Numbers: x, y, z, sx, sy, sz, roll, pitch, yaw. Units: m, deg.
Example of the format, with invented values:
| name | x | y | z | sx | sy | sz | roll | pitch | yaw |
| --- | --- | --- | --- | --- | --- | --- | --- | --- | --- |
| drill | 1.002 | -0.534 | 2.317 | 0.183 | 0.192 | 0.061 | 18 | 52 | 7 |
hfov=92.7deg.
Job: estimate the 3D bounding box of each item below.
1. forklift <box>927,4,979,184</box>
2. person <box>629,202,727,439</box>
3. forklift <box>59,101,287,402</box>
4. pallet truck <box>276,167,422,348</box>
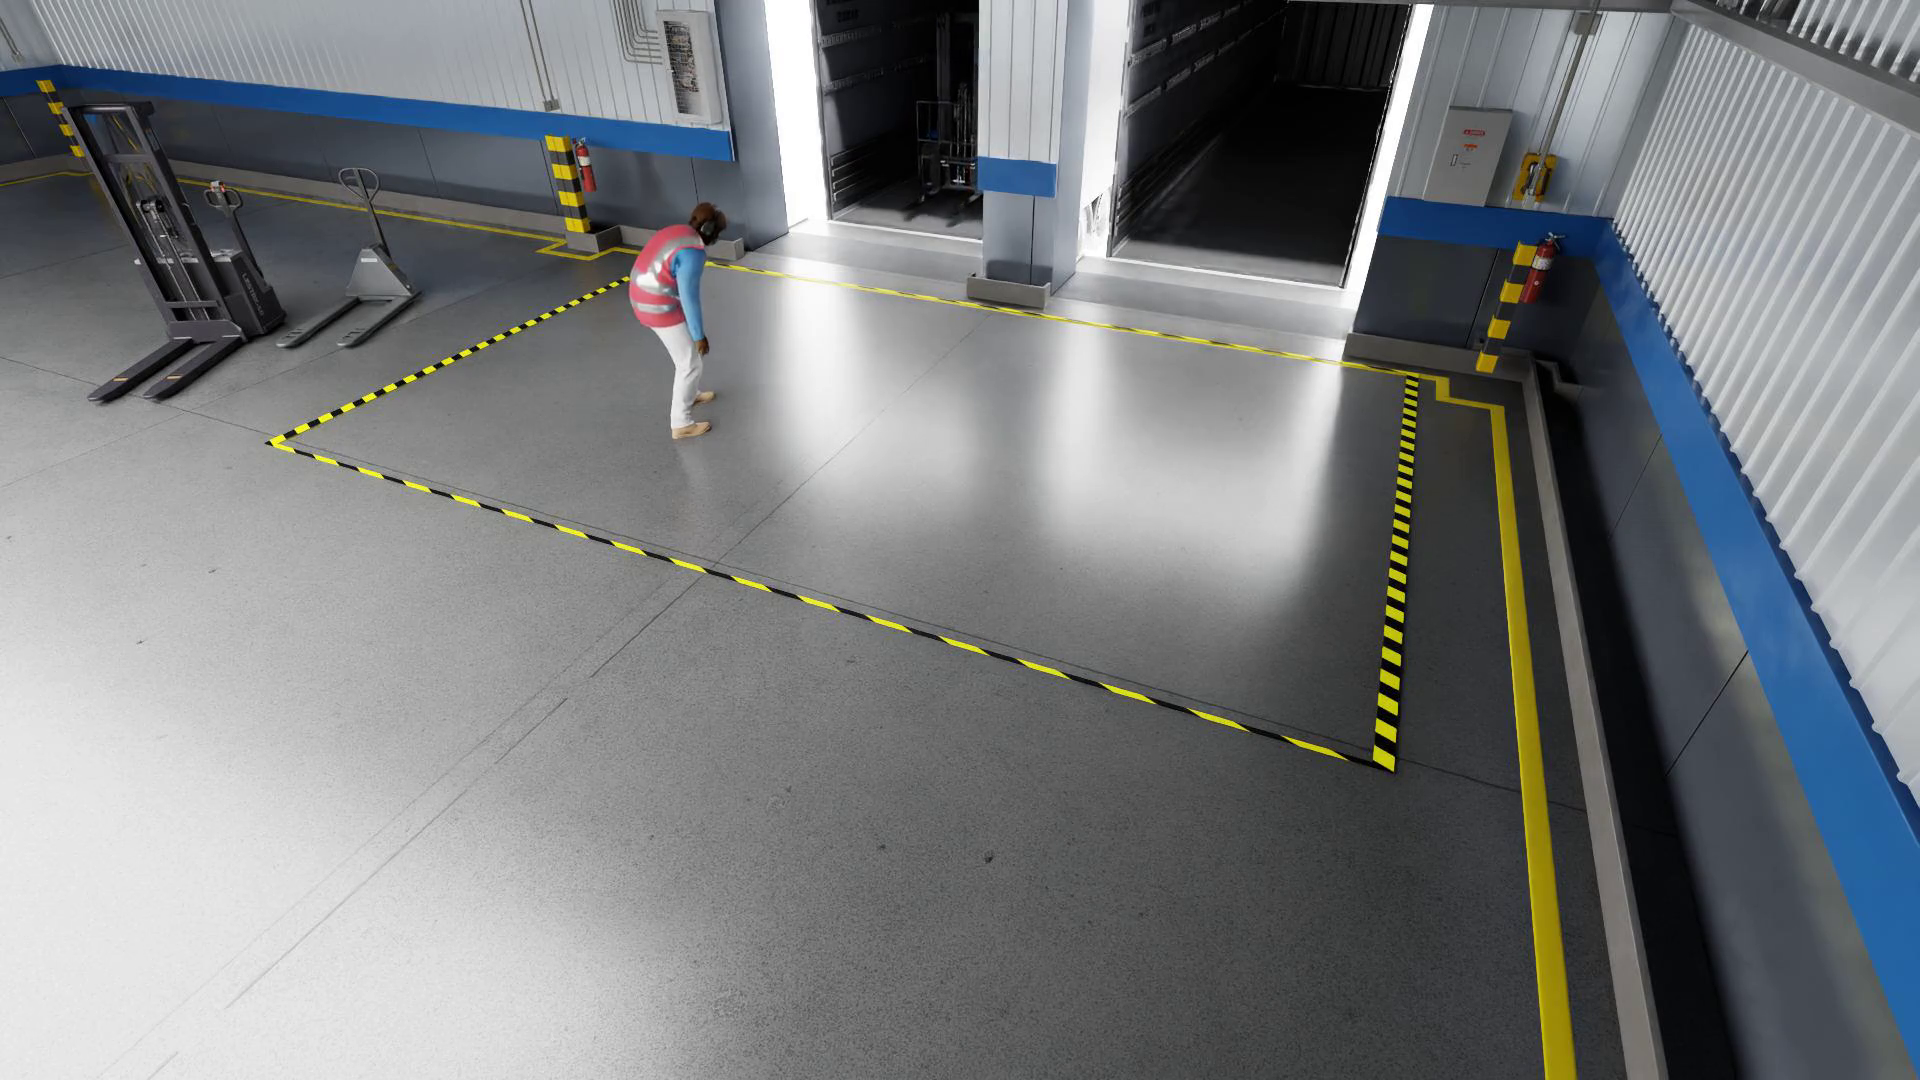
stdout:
| name | x | y | z | sx | sy | sz | roll | pitch | yaw |
| --- | --- | --- | --- | --- | --- | --- | --- | --- | --- |
| forklift | 0.463 | -6.081 | 12.406 | 1.157 | 2.036 | 2.680 | 13 | 37 | 18 |
| person | -1.948 | -1.596 | 6.678 | 0.776 | 1.578 | 0.753 | -22 | 41 | -28 |
| forklift | -6.686 | -2.387 | 7.434 | 0.823 | 1.965 | 1.885 | -3 | 35 | -5 |
| pallet truck | -5.732 | -2.611 | 8.414 | 0.680 | 1.201 | 1.601 | -1 | 35 | -1 |
